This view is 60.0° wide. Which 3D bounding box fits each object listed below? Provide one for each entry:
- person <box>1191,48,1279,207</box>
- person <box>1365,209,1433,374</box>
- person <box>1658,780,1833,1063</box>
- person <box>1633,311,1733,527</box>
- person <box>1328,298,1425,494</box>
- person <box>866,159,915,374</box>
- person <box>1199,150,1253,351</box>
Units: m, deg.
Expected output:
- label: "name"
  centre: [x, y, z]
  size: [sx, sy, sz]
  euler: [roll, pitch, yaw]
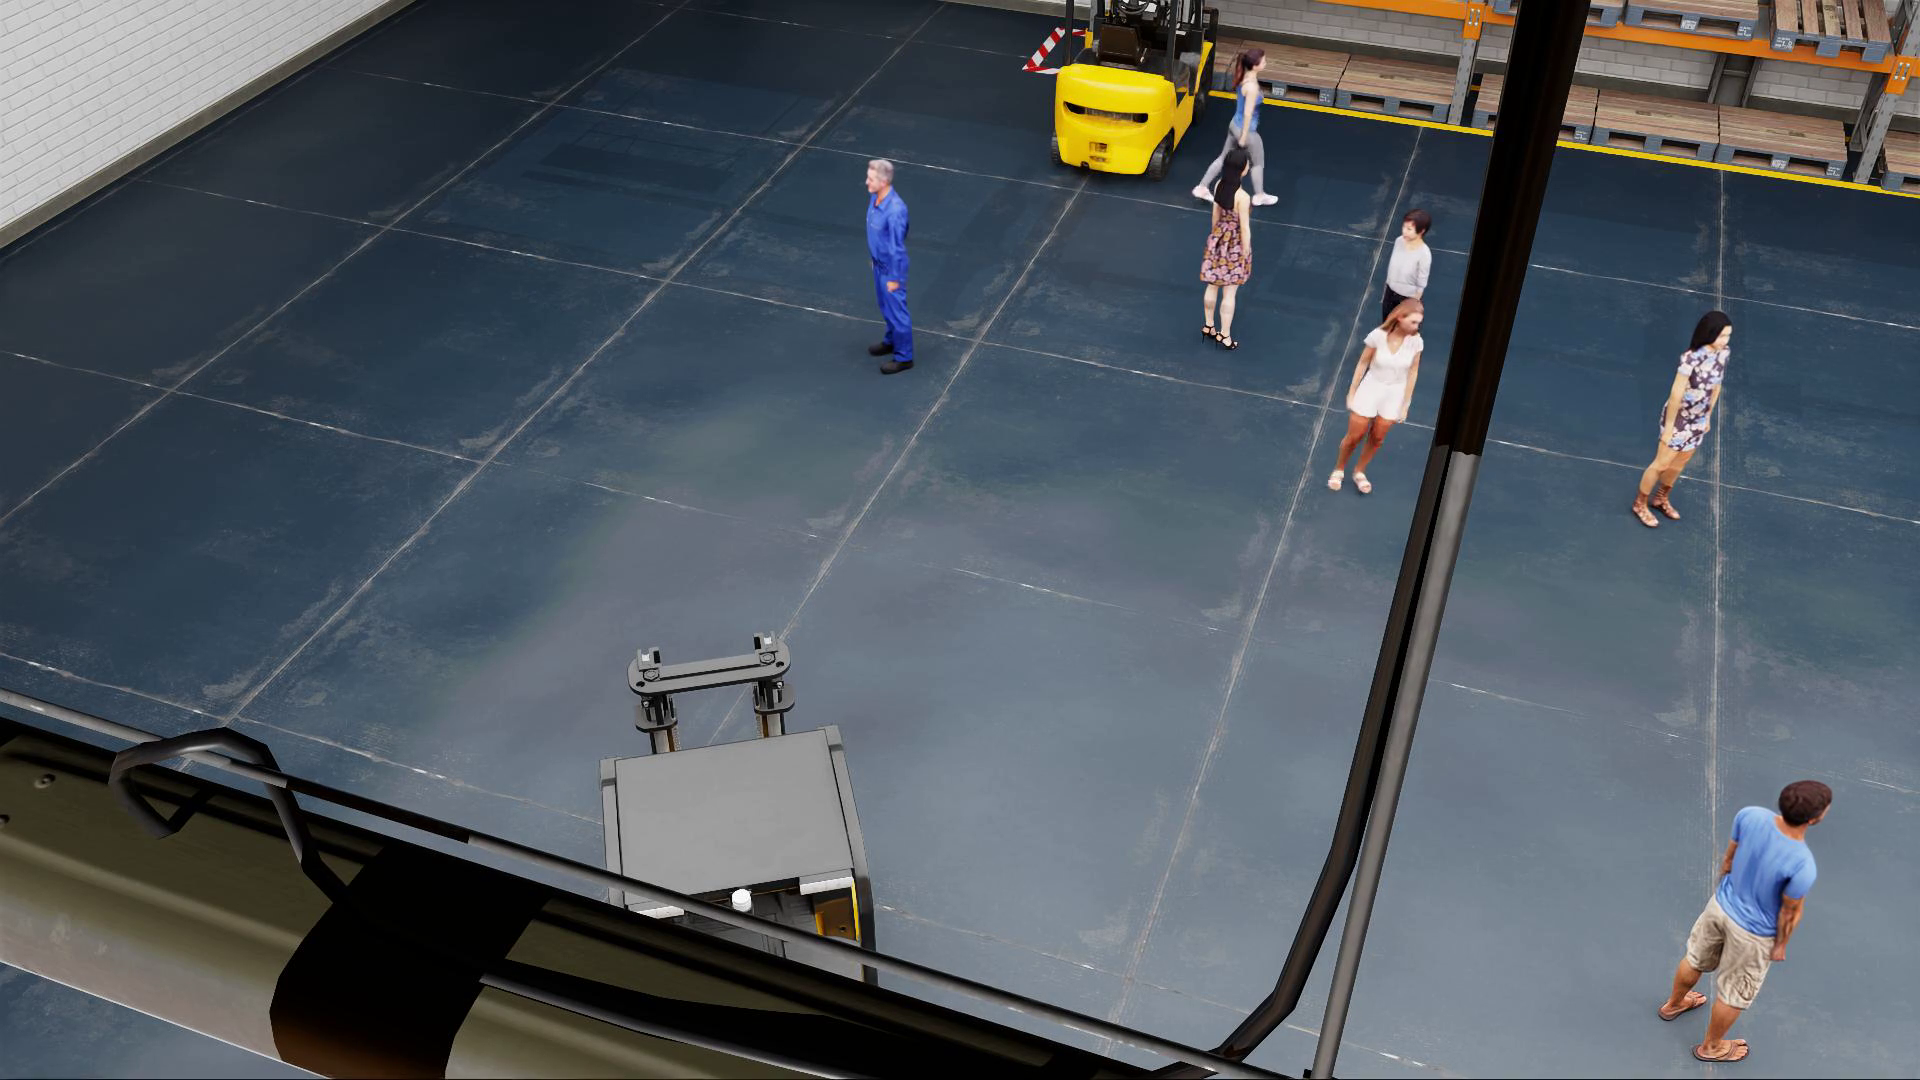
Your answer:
- label: "person"
  centre: [2.615, -3.884, 15.774]
  size: [1.131, 1.575, 0.908]
  euler: [-6, 39, -7]
- label: "person"
  centre: [3.581, -1.960, 13.382]
  size: [0.679, 1.552, 0.605]
  euler: [-19, 42, -22]
- label: "person"
  centre: [3.938, 1.879, 8.327]
  size: [0.769, 1.862, 0.730]
  euler: [-13, 40, -16]
- label: "person"
  centre: [5.182, -0.874, 11.878]
  size: [0.649, 1.734, 0.699]
  euler: [-18, 42, -22]
- label: "person"
  centre: [3.047, -1.060, 12.161]
  size: [0.575, 1.671, 0.761]
  euler: [13, 40, 16]
- label: "person"
  centre: [-0.561, -2.244, 13.520]
  size: [0.811, 1.825, 0.778]
  euler: [-13, 41, -16]
- label: "person"
  centre: [2.218, -2.393, 13.748]
  size: [0.863, 1.774, 0.792]
  euler: [-22, 44, -25]
